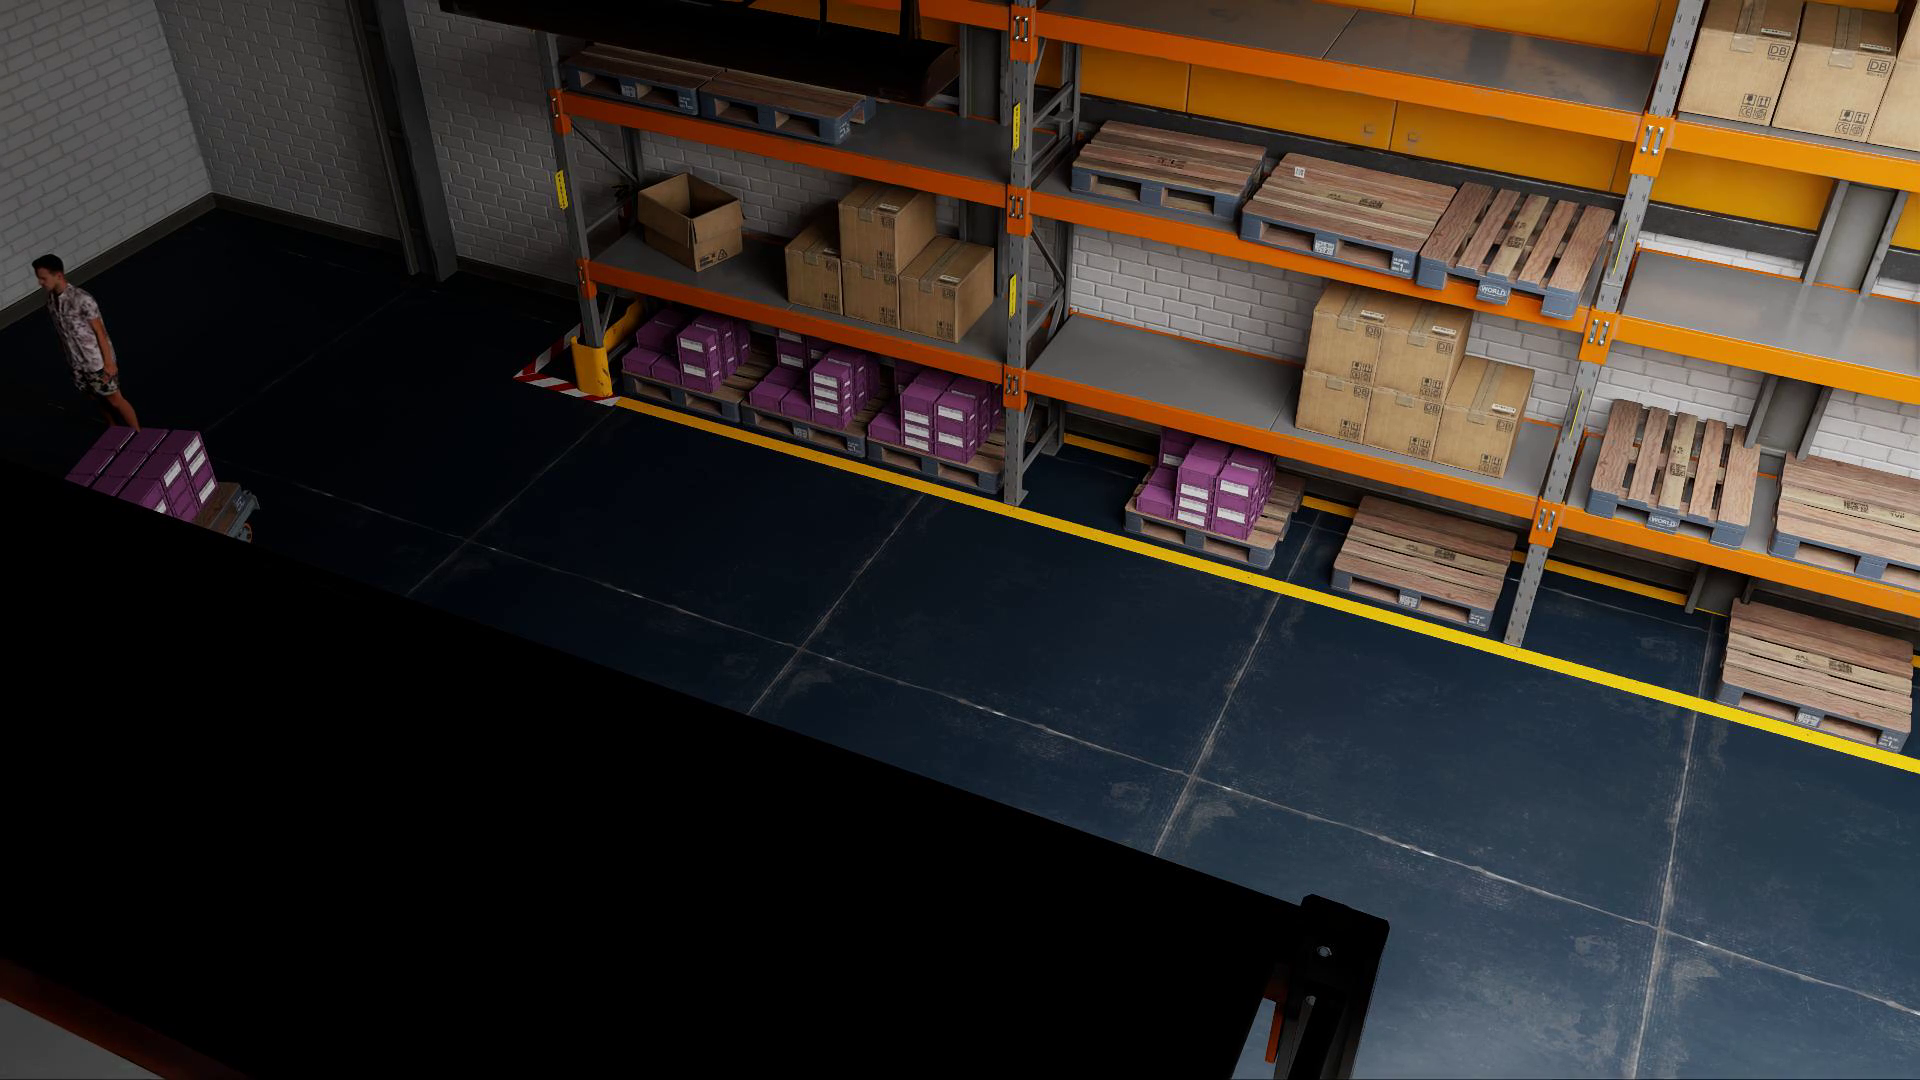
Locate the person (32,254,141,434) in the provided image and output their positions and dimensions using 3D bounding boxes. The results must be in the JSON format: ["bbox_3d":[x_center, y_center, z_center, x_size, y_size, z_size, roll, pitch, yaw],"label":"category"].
[{"bbox_3d":[-7.105,-1.536,13.597,0.493,1.810,0.723,16,41,19],"label":"person"}]
